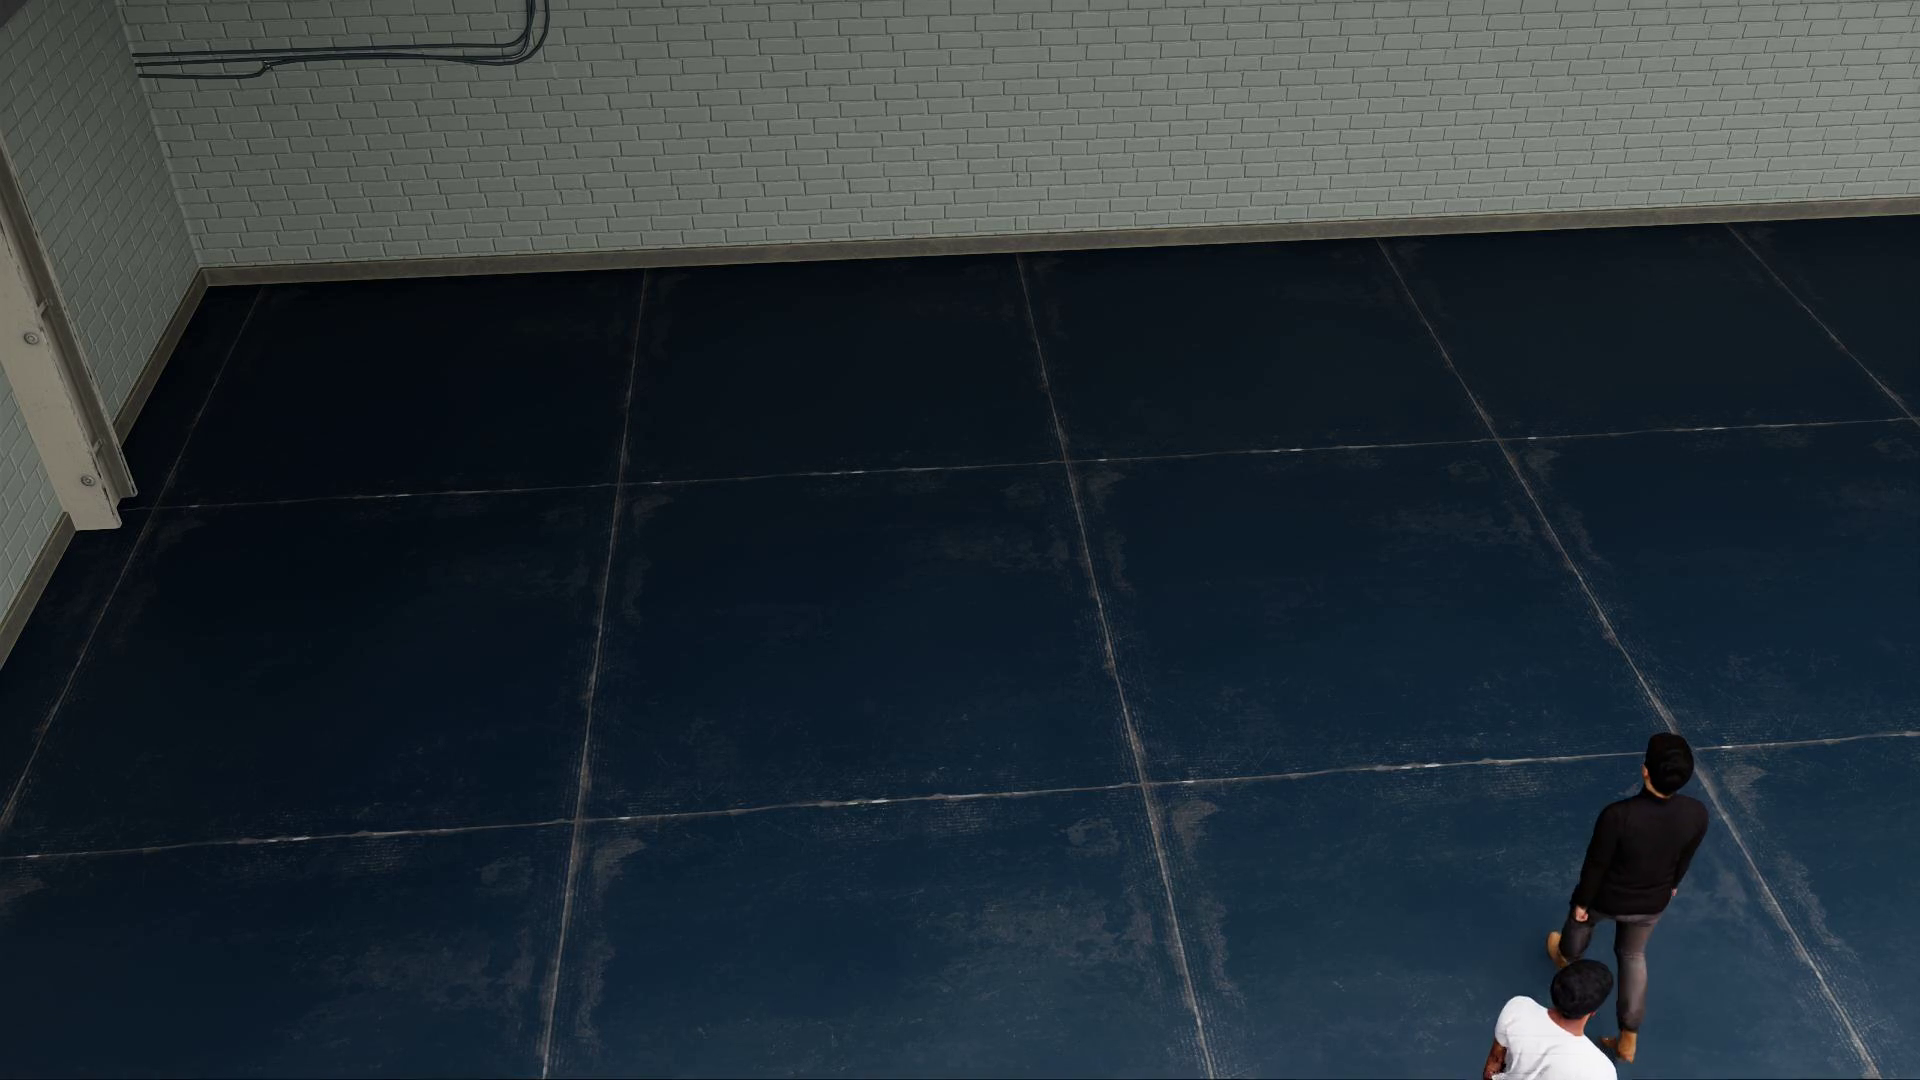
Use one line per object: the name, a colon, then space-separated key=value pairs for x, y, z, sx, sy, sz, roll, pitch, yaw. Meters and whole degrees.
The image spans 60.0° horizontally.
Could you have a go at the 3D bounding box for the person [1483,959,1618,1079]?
person: x=2.133 y=2.243 z=6.321 sx=0.910 sy=1.717 sz=0.857 roll=-28 pitch=46 yaw=-31

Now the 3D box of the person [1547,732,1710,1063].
person: x=2.927 y=1.552 z=7.212 sx=0.725 sy=1.708 sz=1.076 roll=1 pitch=38 yaw=2
